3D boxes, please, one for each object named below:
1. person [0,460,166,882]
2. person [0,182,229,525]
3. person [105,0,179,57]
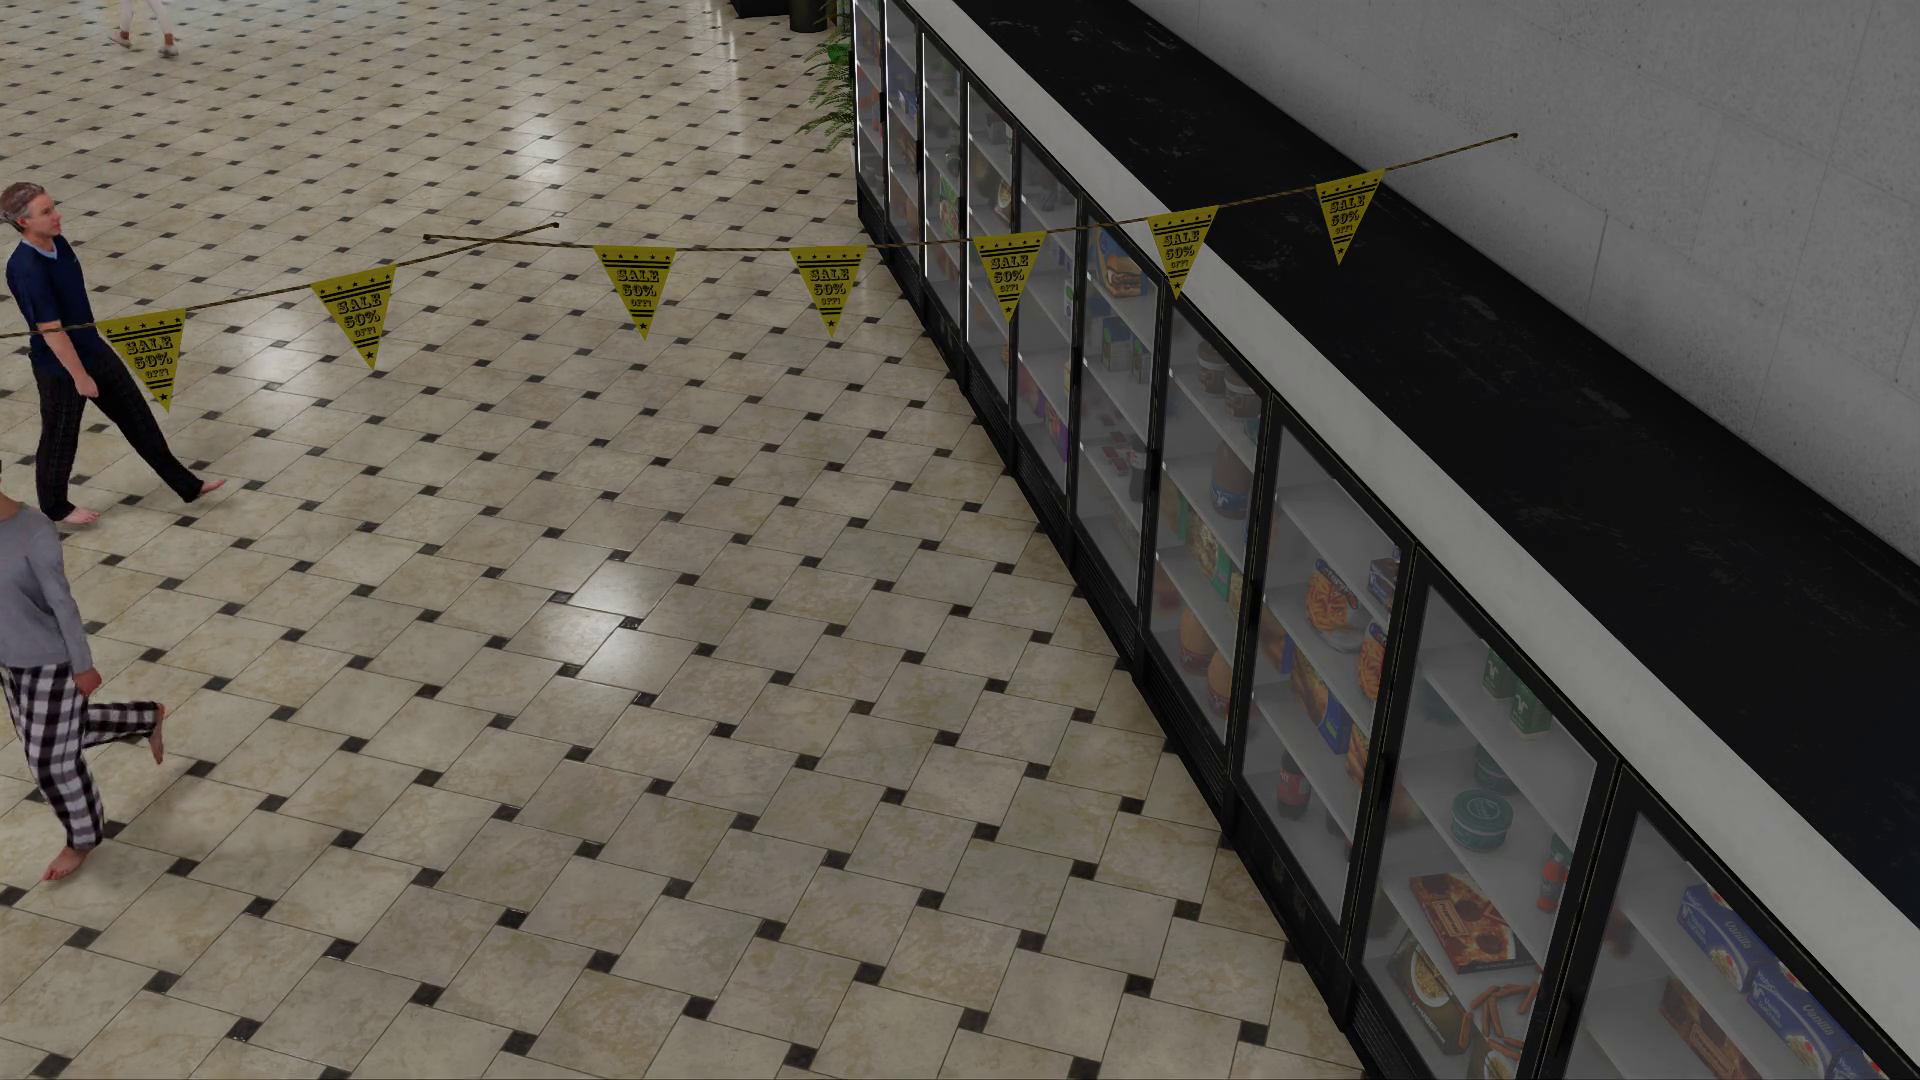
[{"bbox_3d":[-3.429,0.382,6.310,1.059,1.822,1.052,12,34,18],"label":"person"},{"bbox_3d":[-4.537,-0.866,8.317,1.215,1.821,0.852,-1,32,-2],"label":"person"},{"bbox_3d":[-7.775,-5.408,15.767,1.144,1.663,1.075,16,35,24],"label":"person"}]
